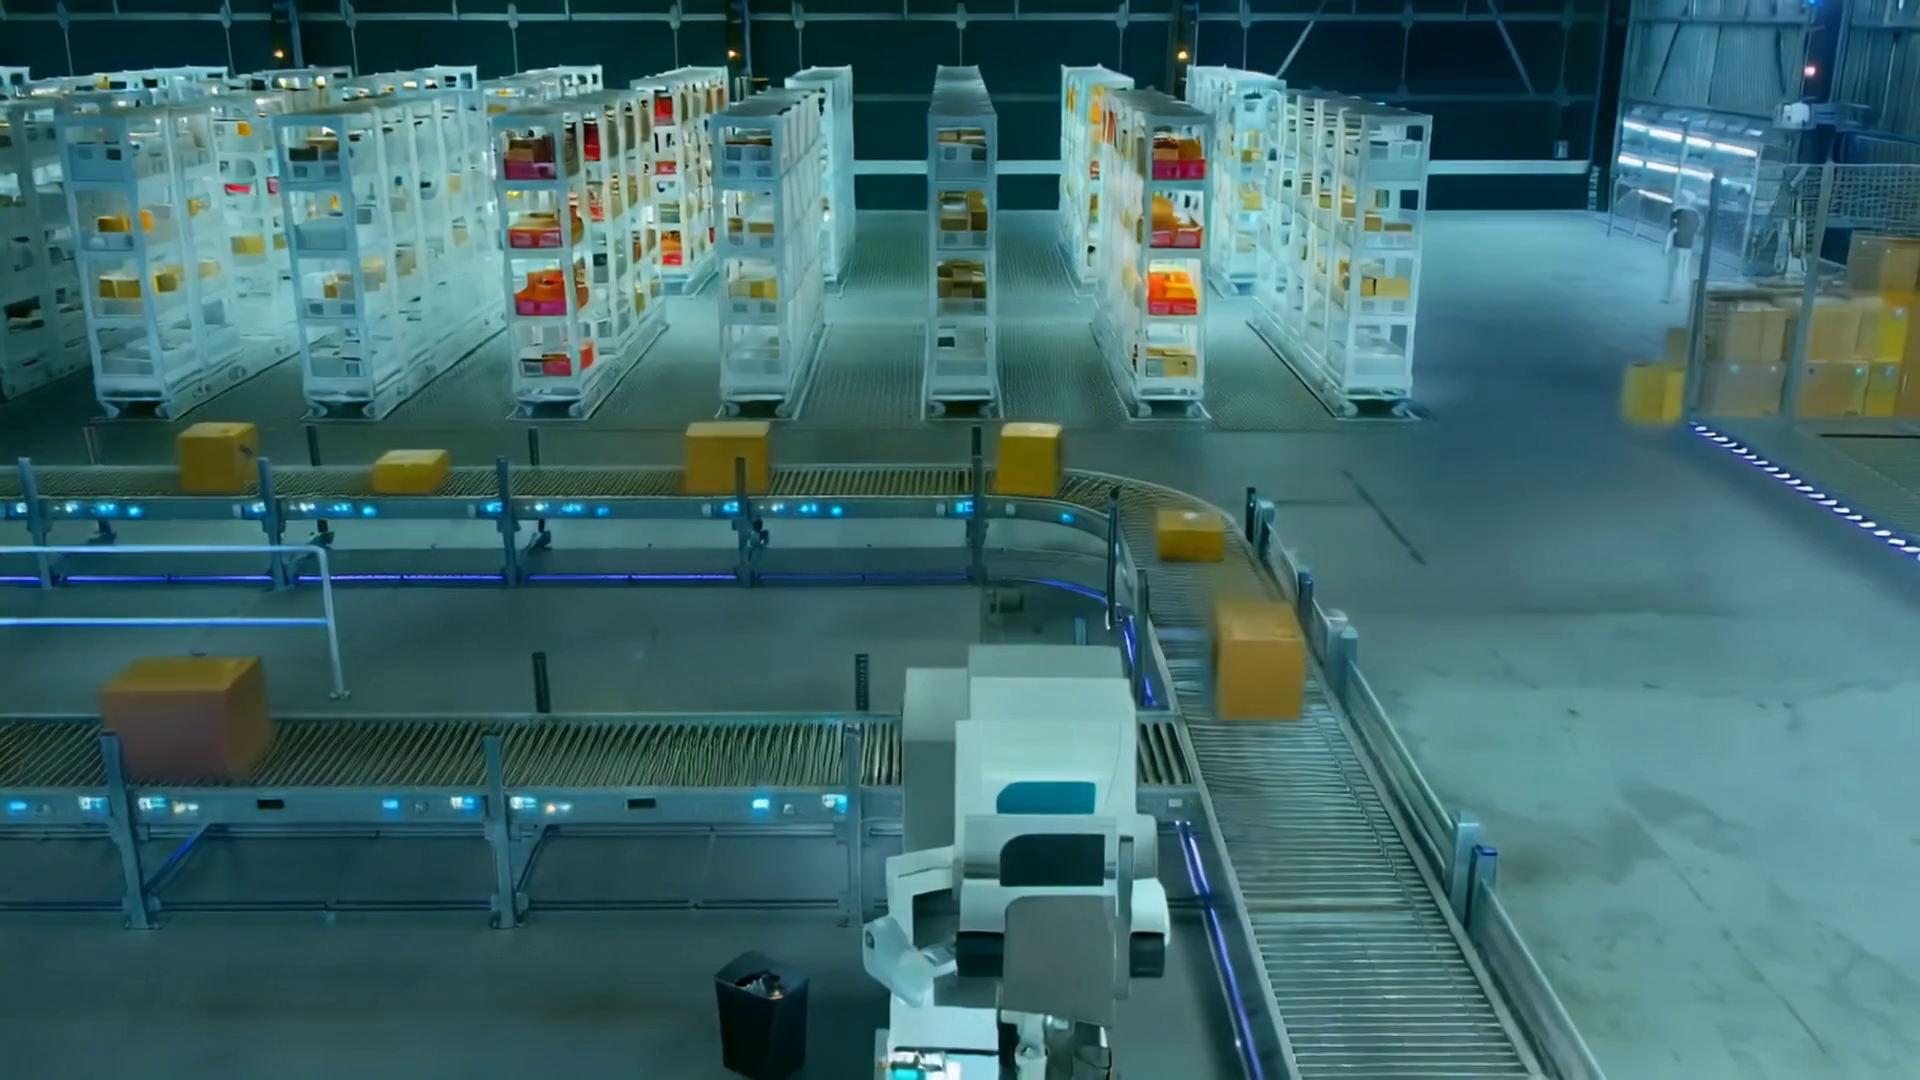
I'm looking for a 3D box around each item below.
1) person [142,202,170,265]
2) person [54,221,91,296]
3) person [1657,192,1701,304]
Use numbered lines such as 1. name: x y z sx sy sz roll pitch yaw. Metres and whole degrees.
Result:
1. person: -12.948 -4.584 26.835 0.587 1.803 0.626 5 19 14
2. person: -13.882 -4.436 26.152 0.393 1.949 0.602 10 21 29
3. person: 11.901 -4.817 27.489 0.565 1.846 0.390 -4 18 -13
